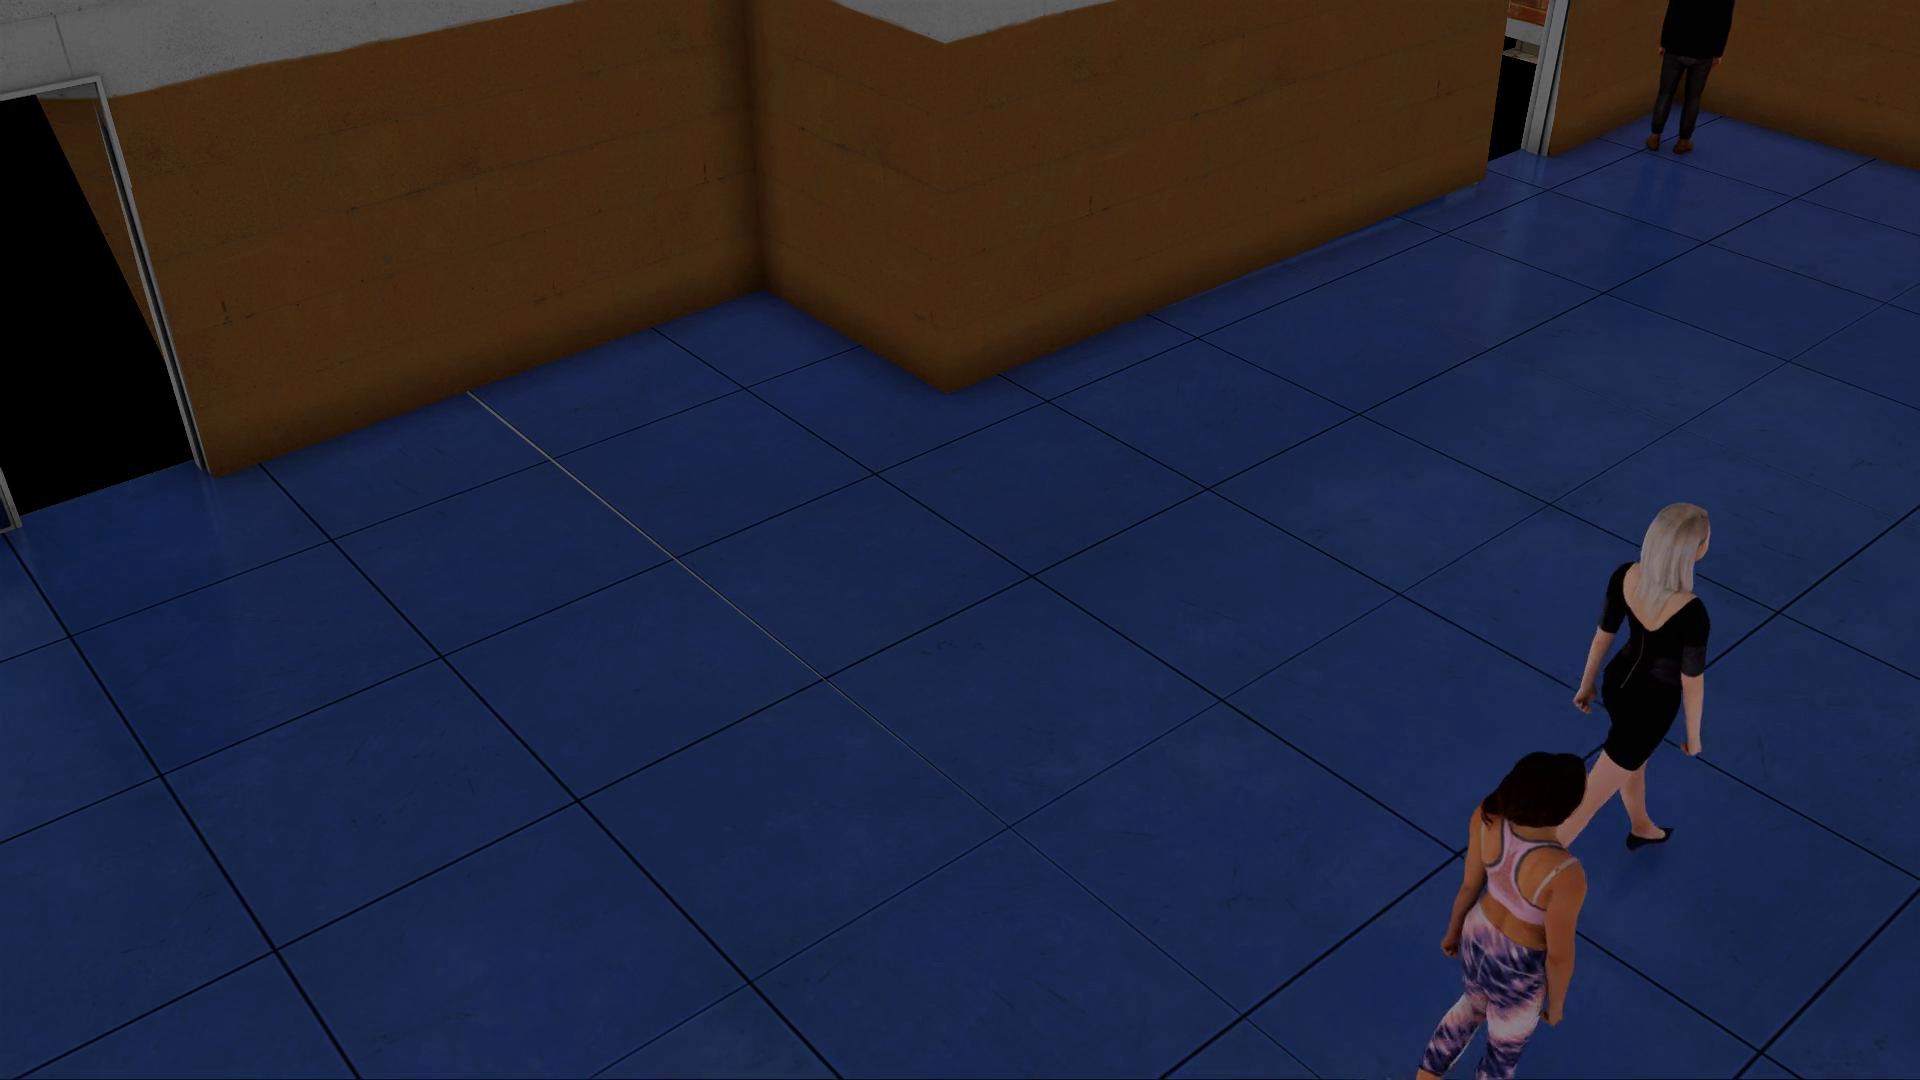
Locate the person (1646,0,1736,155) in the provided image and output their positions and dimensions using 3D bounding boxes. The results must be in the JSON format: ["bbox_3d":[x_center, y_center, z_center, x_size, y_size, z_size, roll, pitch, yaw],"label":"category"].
[{"bbox_3d":[5.871,-3.973,13.350,0.608,1.724,0.775,17,37,23],"label":"person"}]

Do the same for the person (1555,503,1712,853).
[{"bbox_3d":[2.474,0.691,6.290,0.877,1.778,1.174,-15,36,-21],"label":"person"}]

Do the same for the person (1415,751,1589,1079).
[{"bbox_3d":[1.668,1.379,5.276,0.695,1.755,0.723,-20,38,-27],"label":"person"}]
